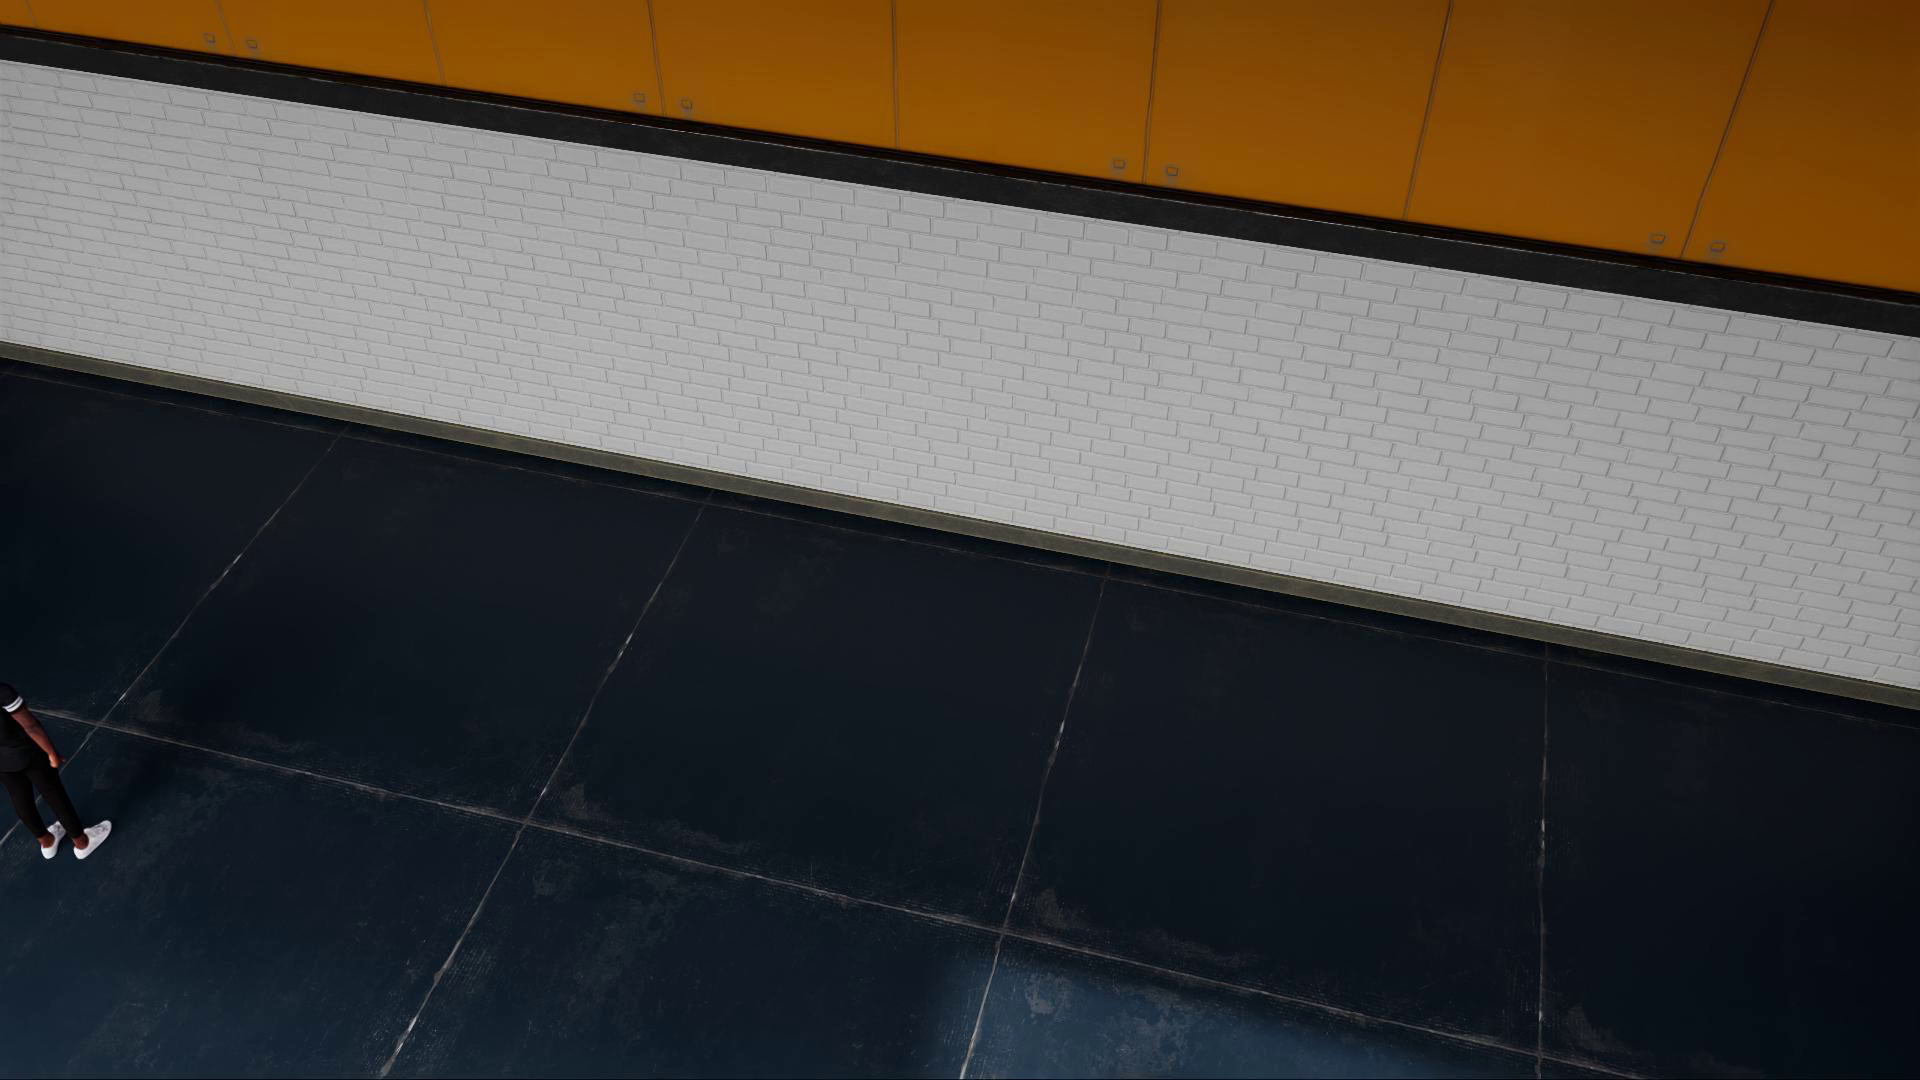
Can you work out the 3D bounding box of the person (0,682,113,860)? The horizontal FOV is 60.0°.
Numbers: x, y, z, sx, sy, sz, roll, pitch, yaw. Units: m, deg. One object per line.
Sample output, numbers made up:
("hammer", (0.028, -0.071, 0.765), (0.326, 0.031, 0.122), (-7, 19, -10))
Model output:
("person", (-5.366, 1.195, 9.444), (0.637, 1.731, 0.592), (4, 44, 4))
